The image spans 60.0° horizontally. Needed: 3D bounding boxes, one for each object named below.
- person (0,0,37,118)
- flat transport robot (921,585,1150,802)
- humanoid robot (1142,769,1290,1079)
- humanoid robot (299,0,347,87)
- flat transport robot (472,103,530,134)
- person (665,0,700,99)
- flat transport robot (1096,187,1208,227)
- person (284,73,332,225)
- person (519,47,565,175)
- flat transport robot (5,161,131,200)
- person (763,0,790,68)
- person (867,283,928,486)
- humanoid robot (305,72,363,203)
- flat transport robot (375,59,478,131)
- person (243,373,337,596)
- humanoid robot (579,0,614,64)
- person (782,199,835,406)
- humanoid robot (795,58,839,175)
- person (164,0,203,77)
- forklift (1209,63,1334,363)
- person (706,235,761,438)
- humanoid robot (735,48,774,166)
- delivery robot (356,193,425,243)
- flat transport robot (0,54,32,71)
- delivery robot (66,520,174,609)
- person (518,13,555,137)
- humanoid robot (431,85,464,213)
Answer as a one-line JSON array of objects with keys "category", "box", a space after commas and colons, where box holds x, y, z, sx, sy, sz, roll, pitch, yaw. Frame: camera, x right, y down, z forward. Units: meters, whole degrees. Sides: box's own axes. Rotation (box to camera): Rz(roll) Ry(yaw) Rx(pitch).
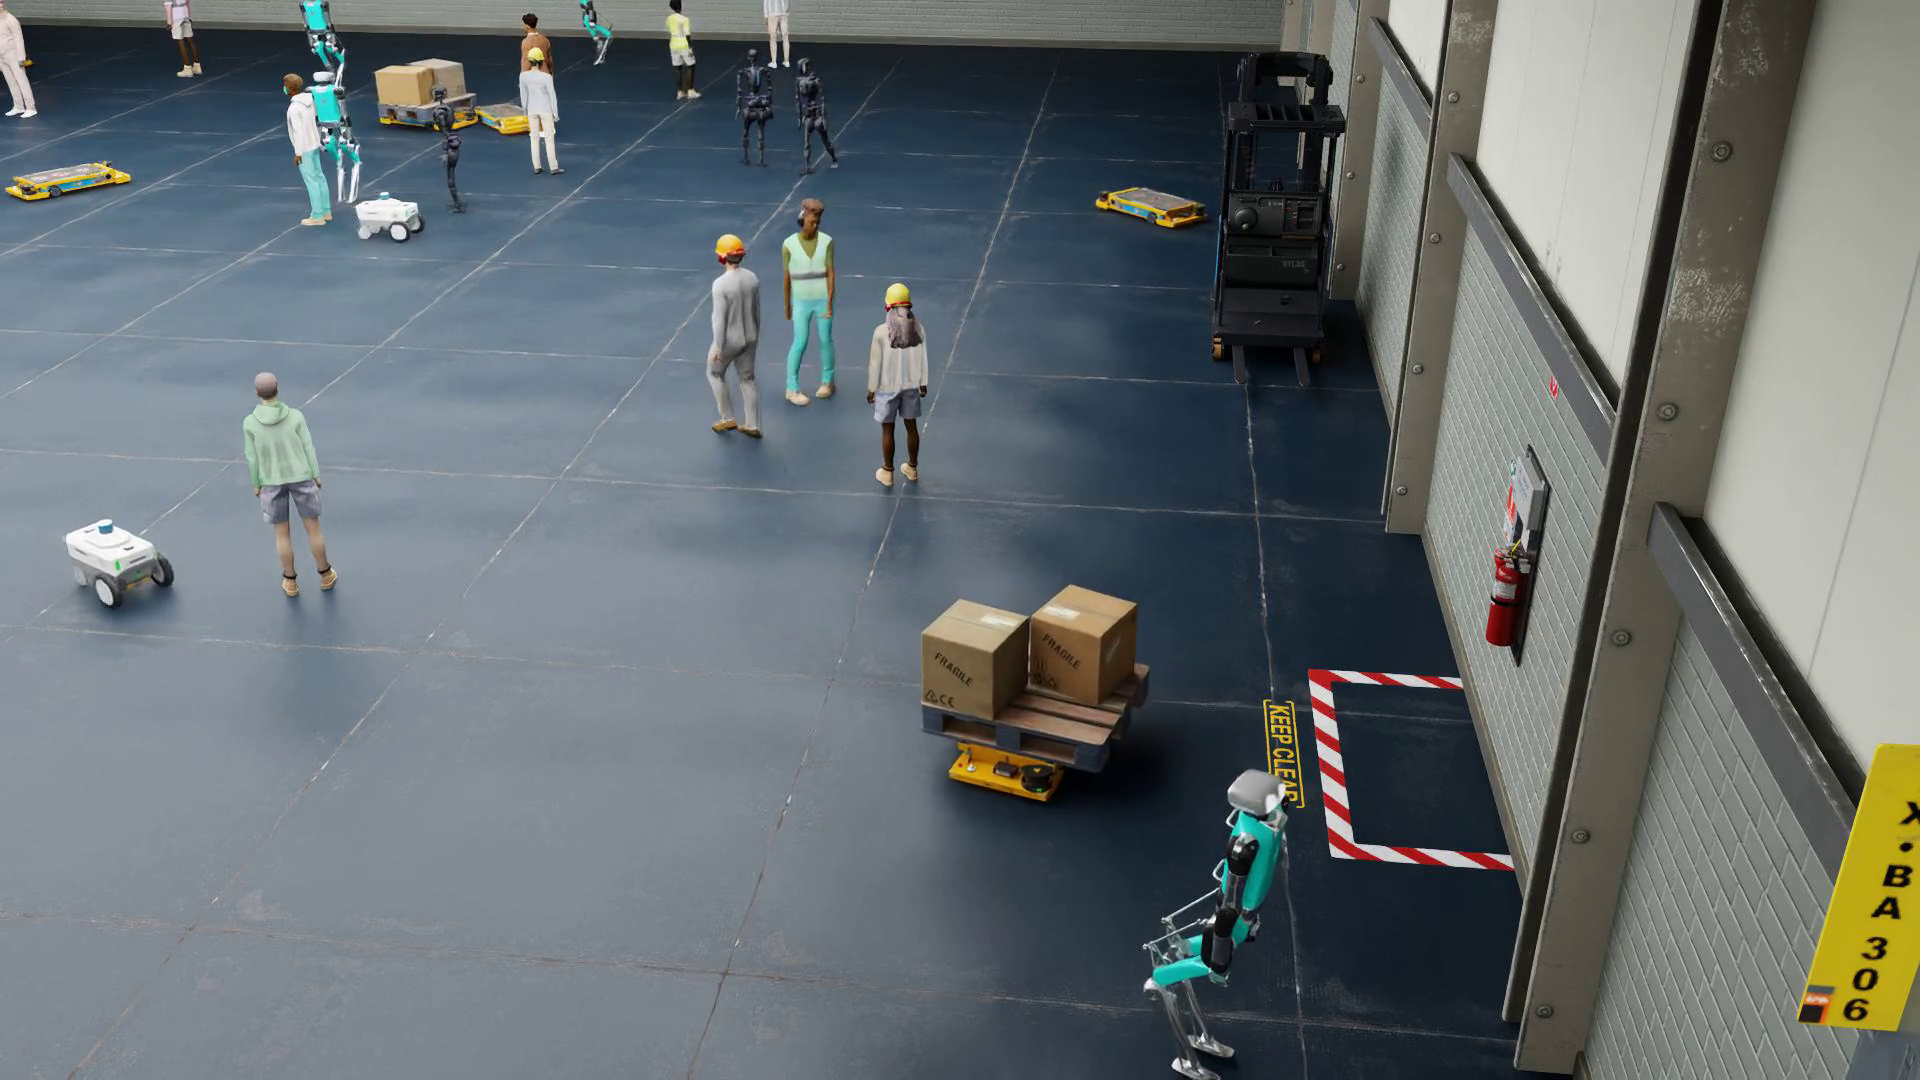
[{"category": "person", "box": [-15.406, -7.820, 26.924, 0.654, 1.904, 0.410, 13, 30, 25]}, {"category": "flat transport robot", "box": [0.509, 1.183, 10.776, 0.659, 0.231, 1.431, 11, 29, 21]}, {"category": "humanoid robot", "box": [1.145, 1.789, 7.854, 0.689, 1.727, 0.530, 14, 30, 26]}, {"category": "humanoid robot", "box": [-10.845, -8.511, 28.616, 0.551, 1.904, 0.745, 5, 27, 10]}, {"category": "flat transport robot", "box": [-7.268, -6.750, 26.613, 0.659, 0.231, 1.431, -18, 32, -32]}, {"category": "person", "box": [-4.753, -8.348, 28.234, 0.558, 1.674, 0.386, 16, 31, 29]}, {"category": "flat transport robot", "box": [2.524, -4.396, 21.915, 0.659, 0.231, 1.431, -20, 33, -35]}, {"category": "person", "box": [-8.360, -4.991, 21.266, 0.377, 1.917, 0.489, 2, 27, 4]}, {"category": "person", "box": [-5.945, -6.080, 23.603, 0.533, 1.767, 0.318, 6, 27, 13]}, {"category": "flat transport robot", "box": [-12.389, -4.990, 23.100, 0.659, 0.231, 1.431, 21, 33, 36]}, {"category": "person", "box": [-3.370, -9.669, 30.662, 0.494, 1.870, 0.401, -9, 28, -17]}, {"category": "person", "box": [-0.510, -1.303, 14.085, 0.549, 1.758, 0.408, -11, 29, -21]}, {"category": "humanoid robot", "box": [-8.274, -5.378, 22.254, 0.532, 1.821, 0.668, 3, 27, 7]}, {"category": "flat transport robot", "box": [-8.525, -6.758, 26.629, 1.431, 0.231, 0.659, 12, 29, 23]}, {"category": "person", "box": [-4.980, -0.406, 12.305, 0.474, 1.742, 0.340, -10, 28, -19]}, {"category": "humanoid robot", "box": [-6.717, -9.635, 30.840, 0.730, 1.889, 0.544, -15, 30, -27]}, {"category": "person", "box": [-1.425, -2.271, 15.786, 0.532, 1.957, 0.516, -10, 28, -19]}, {"category": "humanoid robot", "box": [-2.046, -6.053, 23.737, 0.618, 1.636, 0.811, 20, 33, 34]}, {"category": "person", "box": [-14.074, -9.384, 29.898, 0.393, 2.038, 0.613, 7, 27, 14]}, {"category": "forklift", "box": [3.241, -3.477, 17.183, 1.129, 2.768, 1.873, 3, 27, 6]}, {"category": "person", "box": [-2.071, -1.835, 15.011, 0.616, 1.871, 0.597, 22, 34, 37]}, {"category": "humanoid robot", "box": [-2.985, -6.264, 24.083, 0.594, 1.637, 0.559, -16, 31, -28]}, {"category": "delivery robot", "box": [-7.195, -4.071, 20.938, 0.785, 0.587, 0.499, 4, 27, 8]}, {"category": "flat transport robot", "box": [-18.103, -8.918, 30.941, 1.431, 0.231, 0.659, 9, 28, 17]}, {"category": "delivery robot", "box": [-6.380, 0.126, 12.538, 0.747, 0.568, 0.499, 17, 31, 30]}, {"category": "person", "box": [-6.517, -7.179, 25.698, 0.381, 1.854, 0.798, 11, 29, 20]}, {"category": "humanoid robot", "box": [-6.711, -5.120, 21.788, 0.334, 1.654, 0.616, -5, 27, -10]}]
